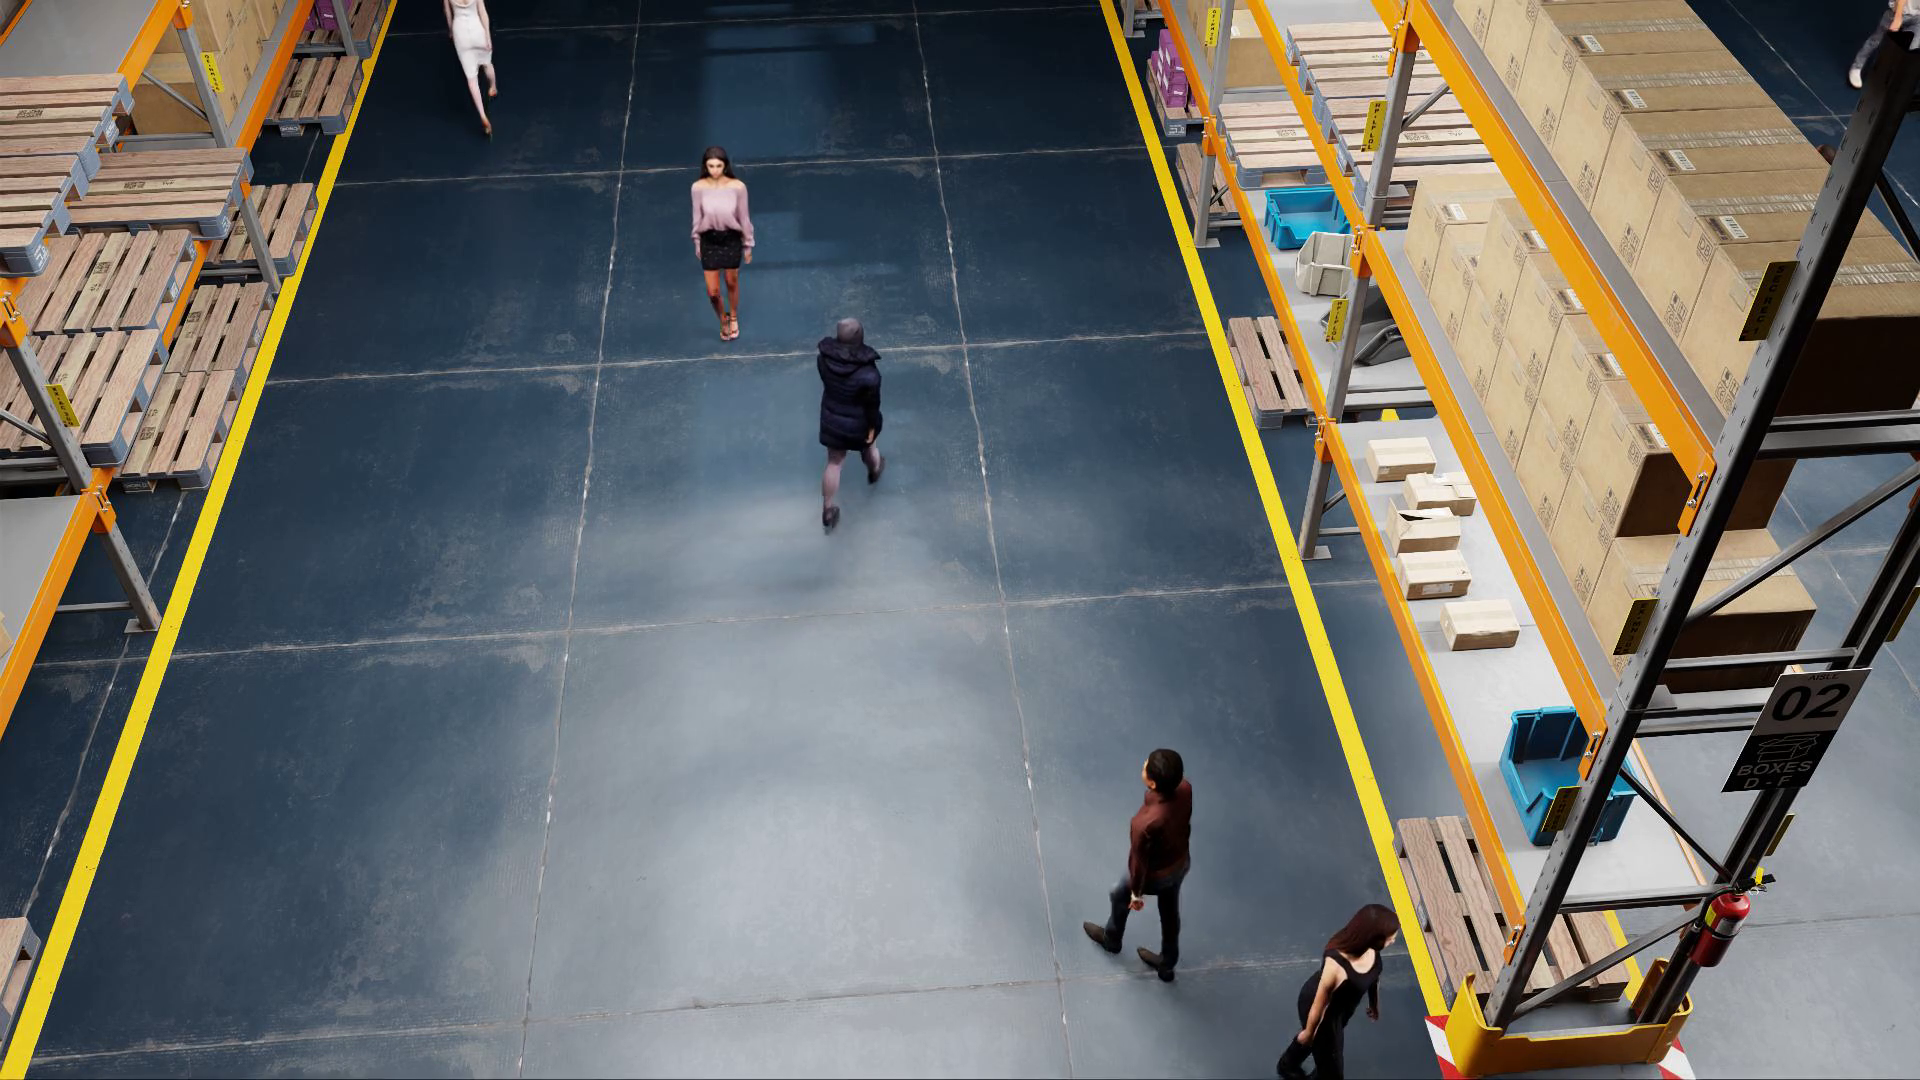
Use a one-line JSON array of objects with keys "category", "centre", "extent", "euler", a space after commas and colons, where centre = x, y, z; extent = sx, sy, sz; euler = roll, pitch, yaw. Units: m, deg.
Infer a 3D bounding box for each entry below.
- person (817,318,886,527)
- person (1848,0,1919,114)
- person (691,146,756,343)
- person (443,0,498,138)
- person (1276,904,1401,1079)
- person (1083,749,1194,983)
[{"category": "person", "centre": [-0.830, -0.815, 11.764], "extent": [0.993, 1.636, 1.196], "euler": [17, 46, 17]}, {"category": "person", "centre": [9.165, -5.169, 16.193], "extent": [0.695, 1.830, 1.216], "euler": [-3, 44, -4]}, {"category": "person", "centre": [-1.895, -2.386, 13.295], "extent": [0.640, 1.799, 0.607], "euler": [-3, 44, -4]}, {"category": "person", "centre": [-4.630, -4.655, 15.709], "extent": [0.624, 1.753, 1.039], "euler": [-6, 44, -7]}, {"category": "person", "centre": [1.832, 2.321, 8.456], "extent": [0.794, 1.658, 0.855], "euler": [-34, 53, -30]}, {"category": "person", "centre": [1.137, 1.808, 8.921], "extent": [0.878, 1.760, 0.957], "euler": [-33, 53, -30]}]
